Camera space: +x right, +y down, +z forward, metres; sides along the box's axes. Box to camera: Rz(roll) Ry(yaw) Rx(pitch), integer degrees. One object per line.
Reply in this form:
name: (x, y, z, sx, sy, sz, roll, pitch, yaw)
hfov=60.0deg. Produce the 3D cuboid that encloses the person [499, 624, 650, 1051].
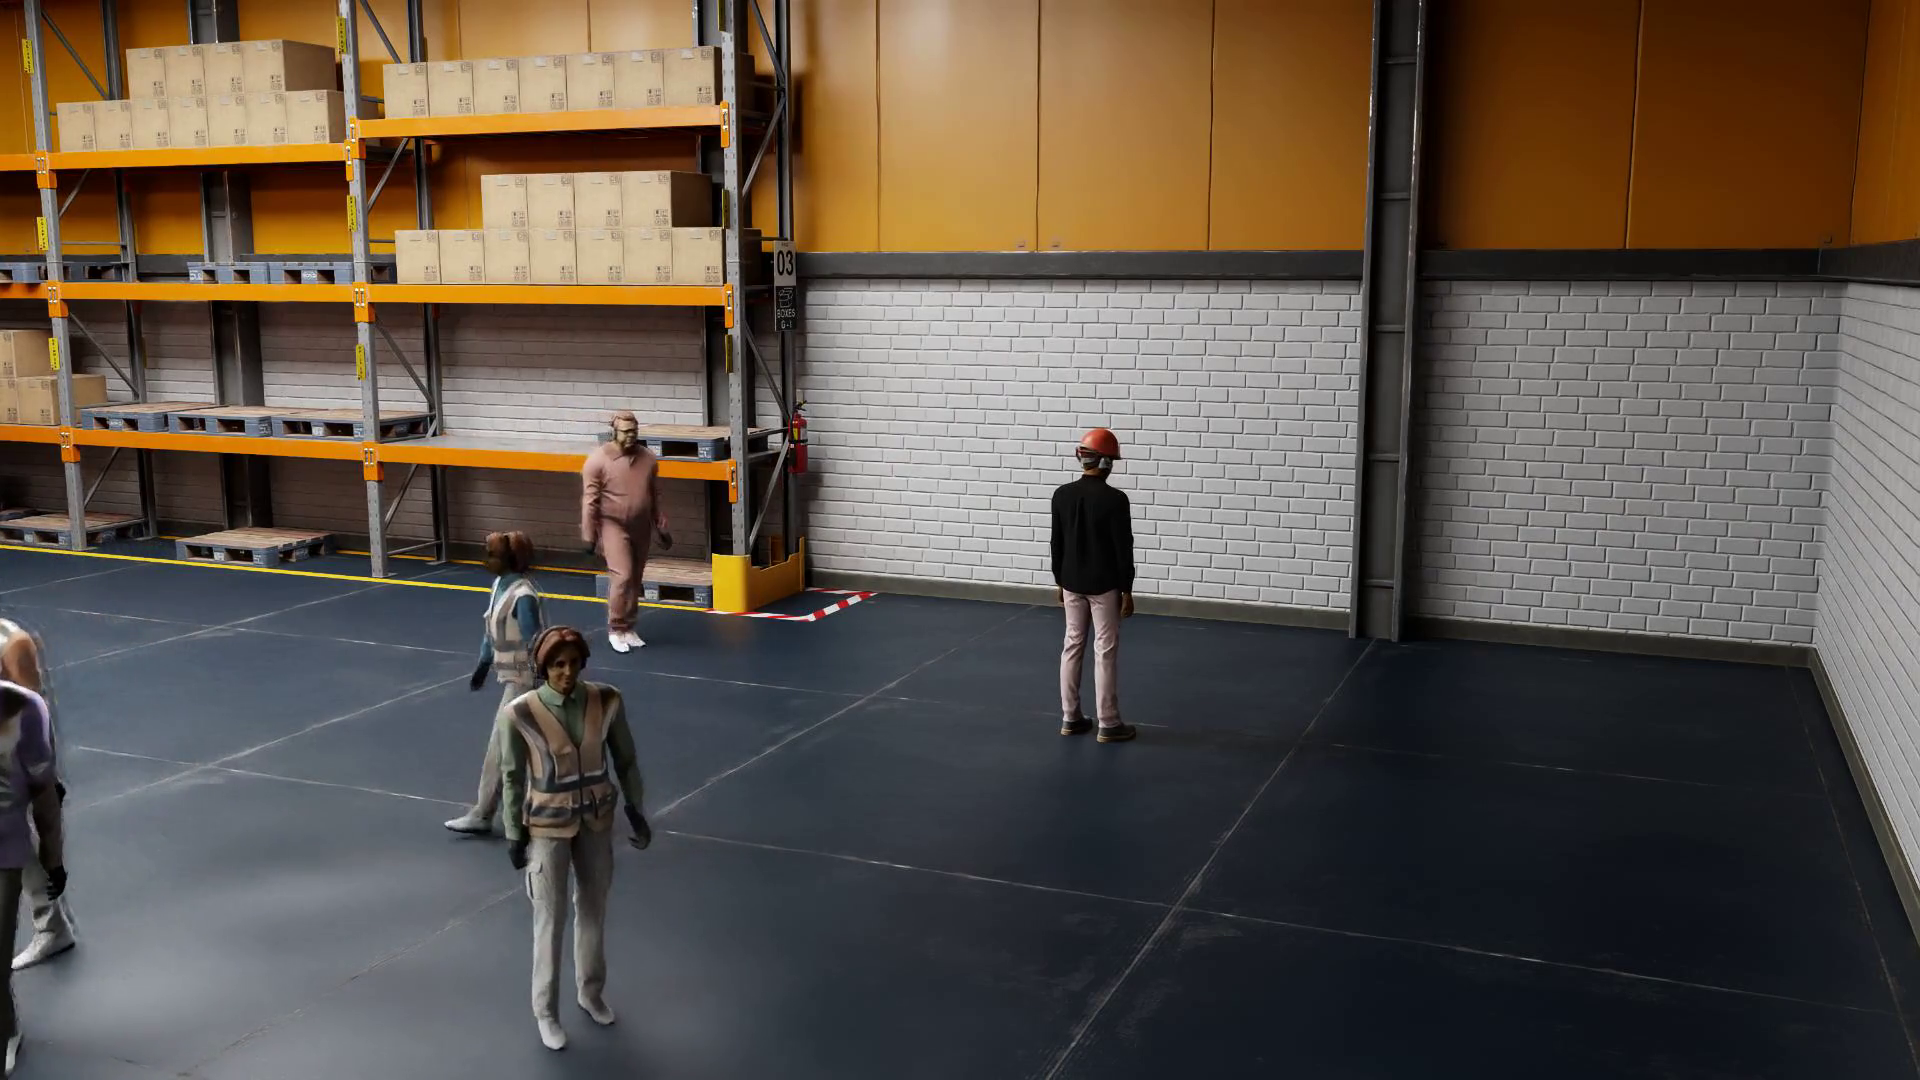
person: (-1.515, 1.133, 6.500, 0.530, 1.633, 0.366, -7, 12, -36)

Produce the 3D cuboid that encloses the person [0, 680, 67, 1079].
person: (-3.514, 1.121, 5.851, 0.609, 1.874, 0.992, -2, 10, -15)

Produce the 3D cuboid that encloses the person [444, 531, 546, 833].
person: (-2.439, 0.755, 8.887, 0.806, 1.606, 0.527, -4, 10, -25)

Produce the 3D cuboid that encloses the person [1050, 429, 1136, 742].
person: (0.859, 0.286, 10.577, 0.611, 1.985, 0.393, 8, 12, 40)

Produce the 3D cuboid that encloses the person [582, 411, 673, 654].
person: (-2.572, -0.062, 12.986, 0.597, 1.886, 0.661, 9, 13, 43)

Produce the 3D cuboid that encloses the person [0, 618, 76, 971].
person: (-4.097, 0.952, 6.850, 0.586, 1.880, 0.945, 4, 10, 25)
